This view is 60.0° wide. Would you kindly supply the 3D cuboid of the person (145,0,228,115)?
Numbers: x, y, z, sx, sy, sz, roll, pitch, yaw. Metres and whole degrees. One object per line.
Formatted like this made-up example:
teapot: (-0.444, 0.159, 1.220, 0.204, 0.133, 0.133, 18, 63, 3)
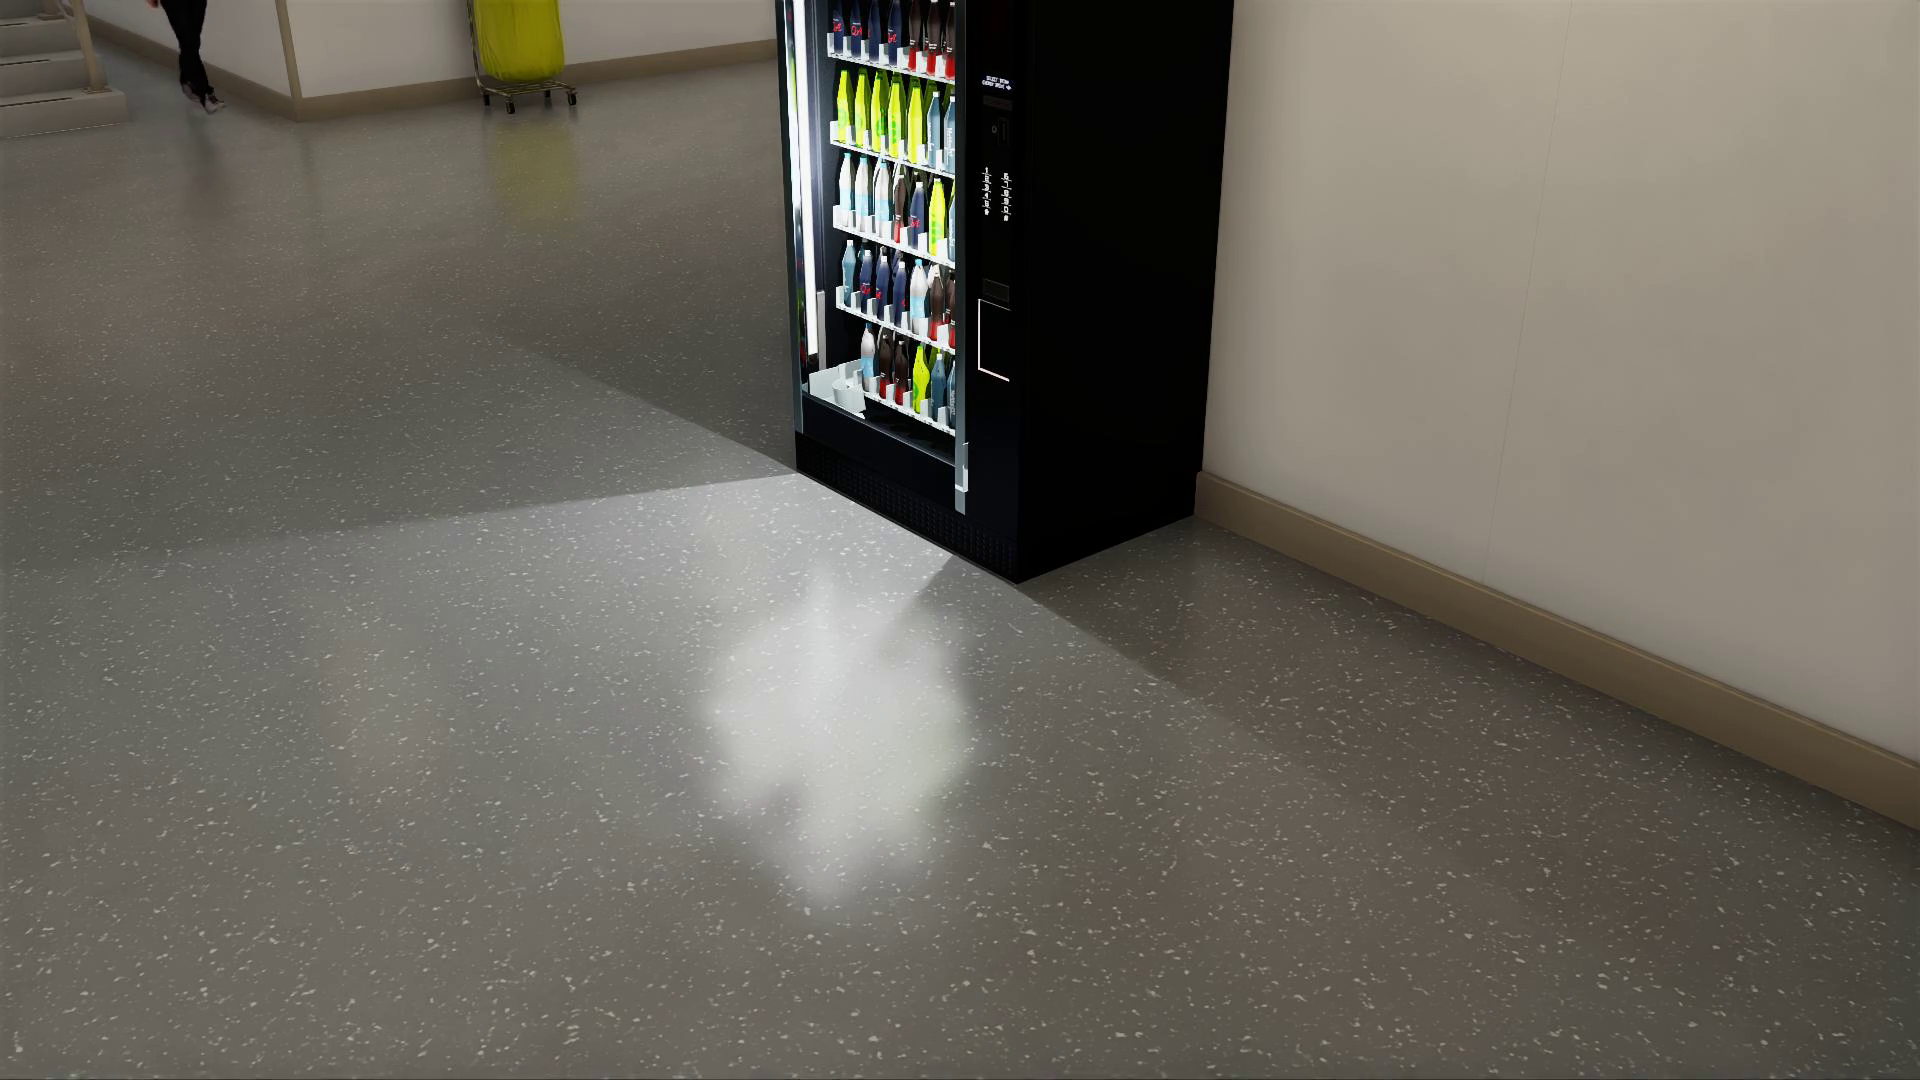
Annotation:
person: (-5.449, -3.853, 11.578, 0.665, 1.714, 1.162, -21, 33, -36)
